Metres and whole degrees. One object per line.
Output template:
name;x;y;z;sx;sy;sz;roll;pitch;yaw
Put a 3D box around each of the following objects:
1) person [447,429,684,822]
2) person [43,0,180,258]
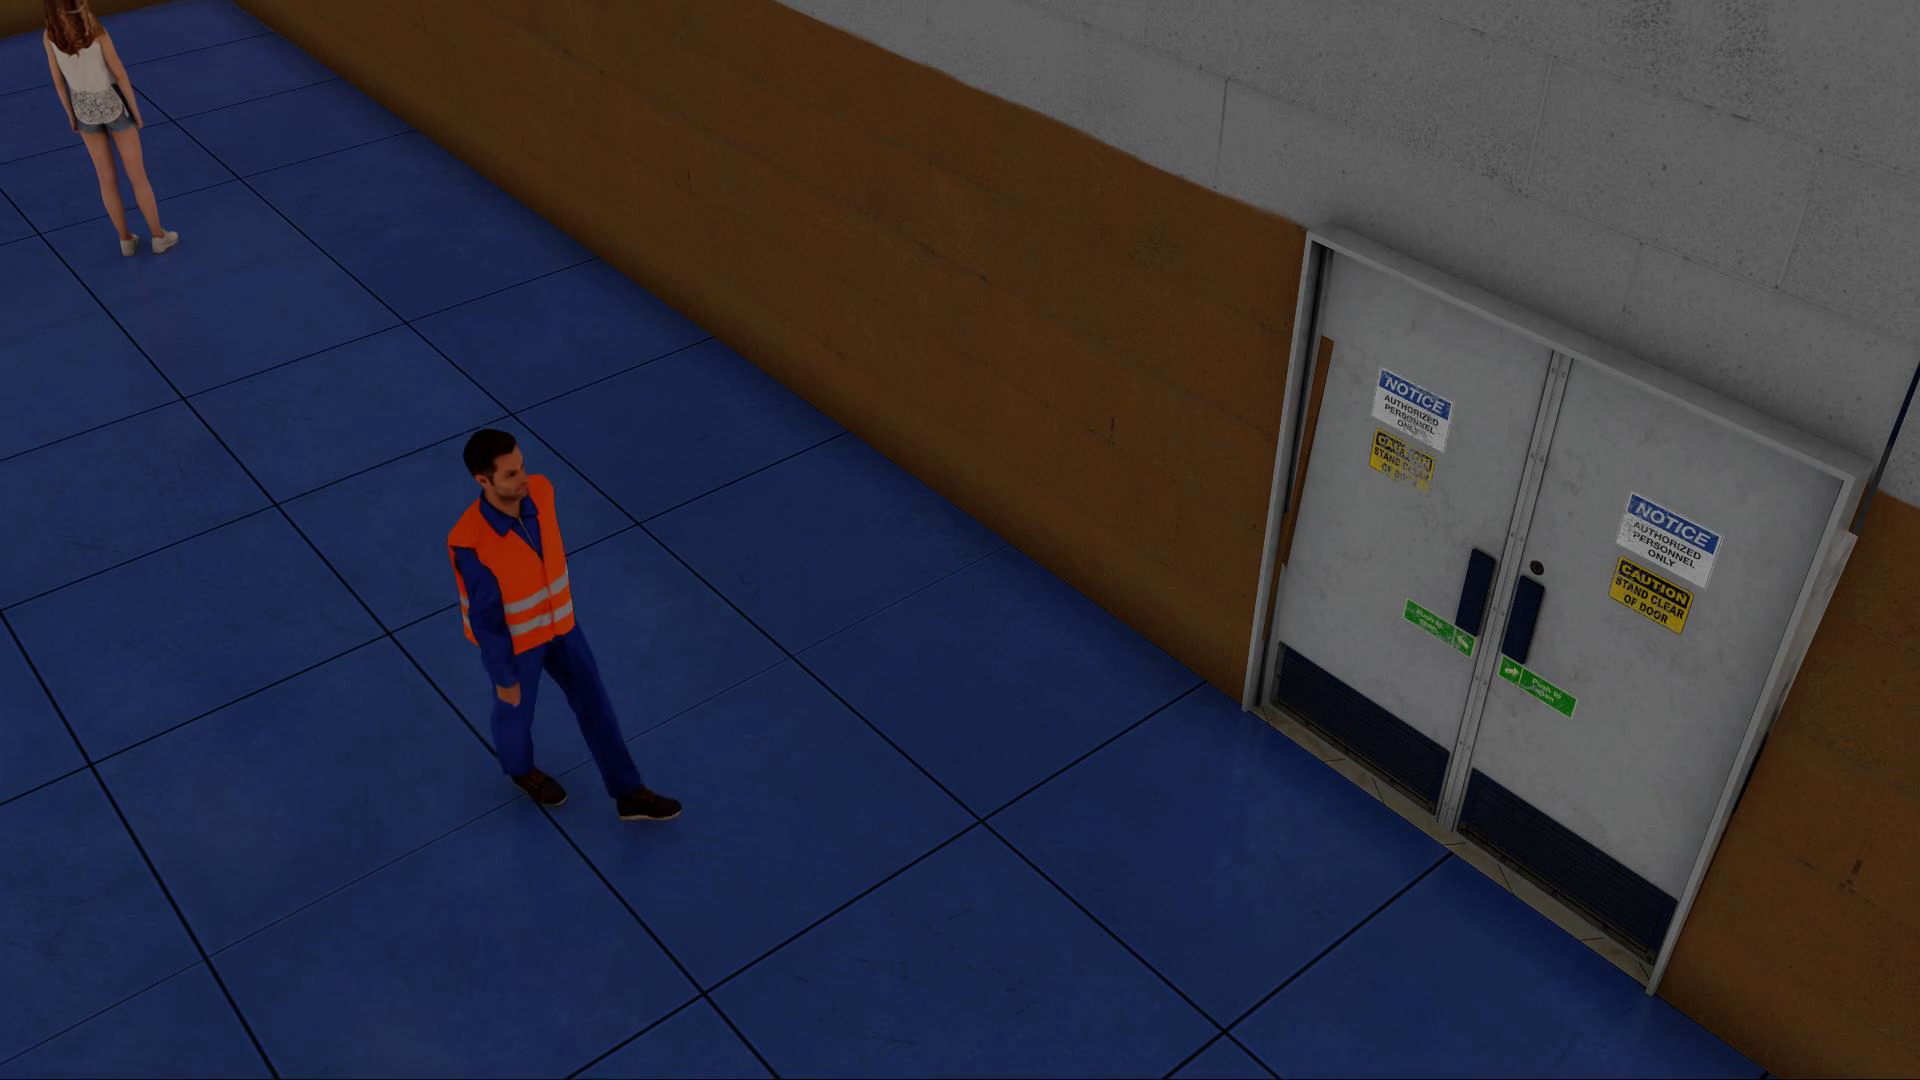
person;-1.697;0.336;6.297;1.006;1.835;1.096;19;41;24
person;-5.291;-2.599;10.271;0.609;1.759;0.710;-5;37;-6
